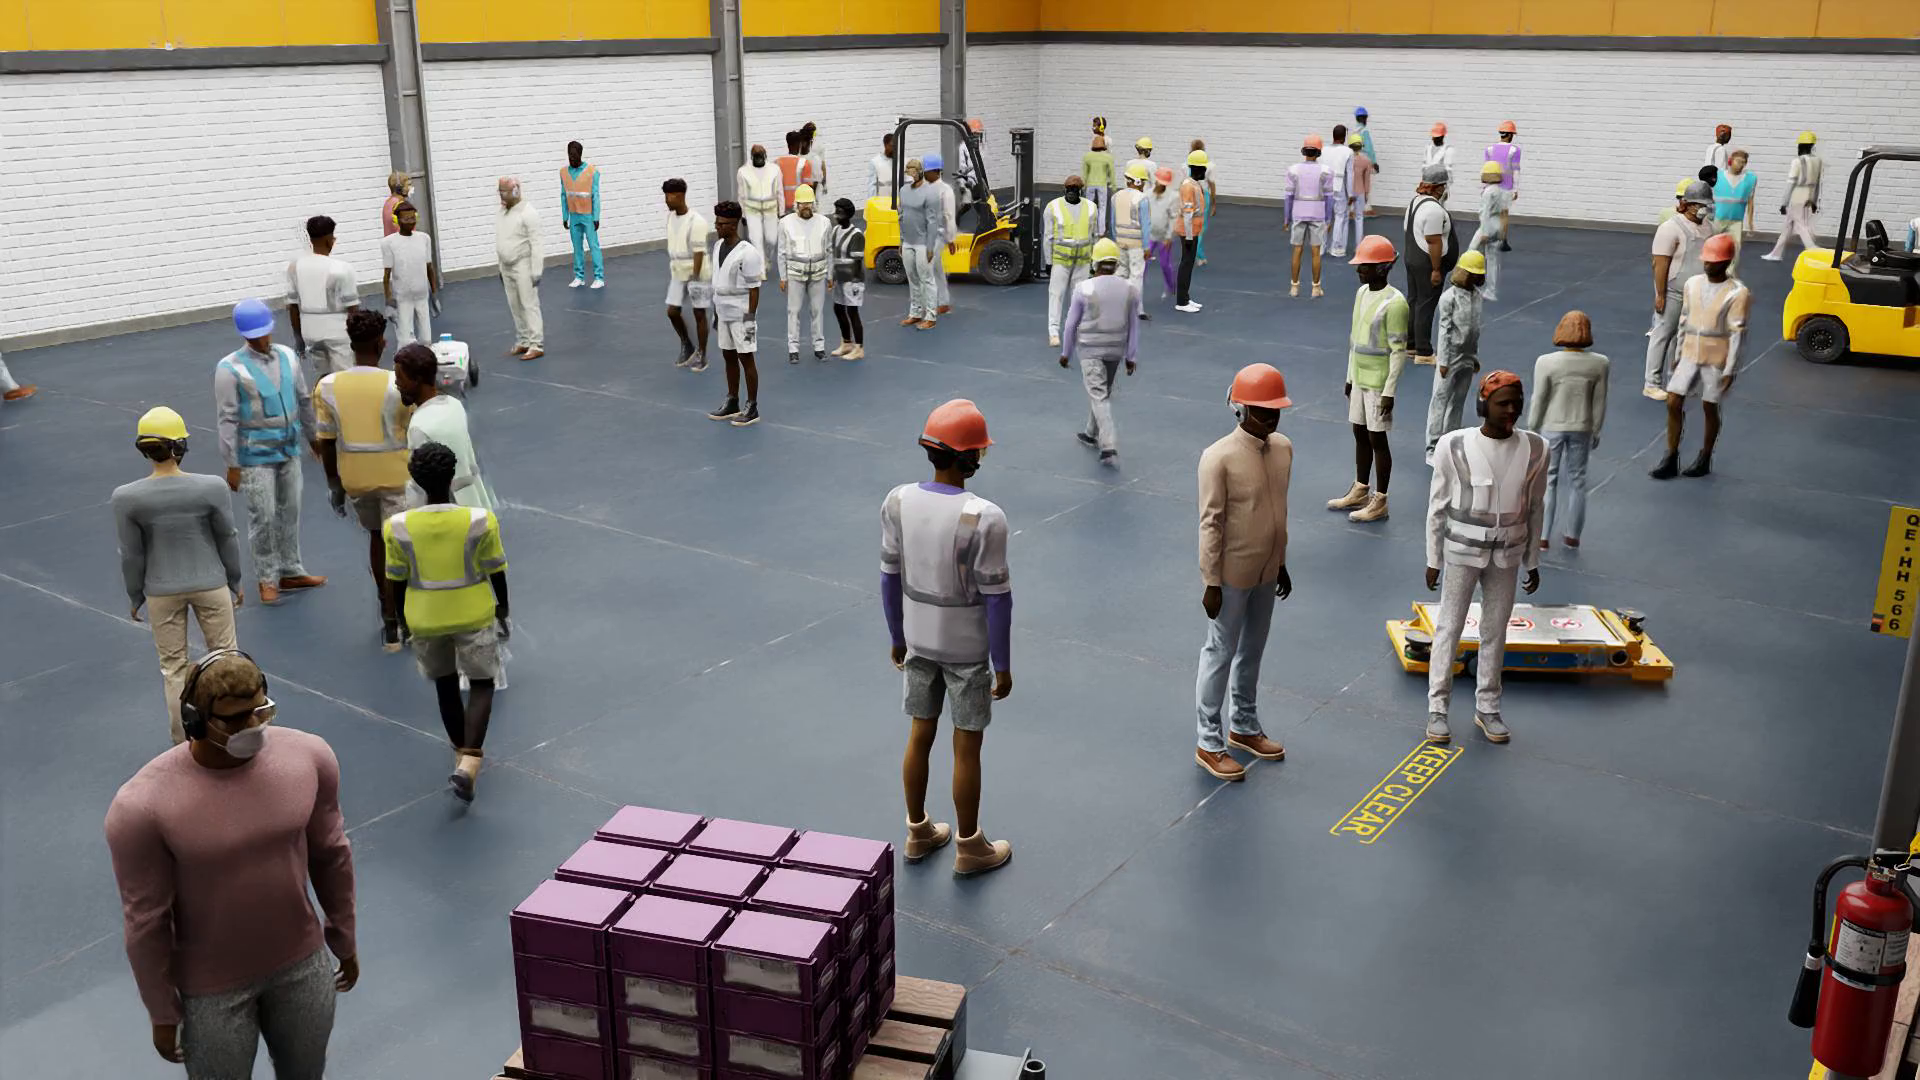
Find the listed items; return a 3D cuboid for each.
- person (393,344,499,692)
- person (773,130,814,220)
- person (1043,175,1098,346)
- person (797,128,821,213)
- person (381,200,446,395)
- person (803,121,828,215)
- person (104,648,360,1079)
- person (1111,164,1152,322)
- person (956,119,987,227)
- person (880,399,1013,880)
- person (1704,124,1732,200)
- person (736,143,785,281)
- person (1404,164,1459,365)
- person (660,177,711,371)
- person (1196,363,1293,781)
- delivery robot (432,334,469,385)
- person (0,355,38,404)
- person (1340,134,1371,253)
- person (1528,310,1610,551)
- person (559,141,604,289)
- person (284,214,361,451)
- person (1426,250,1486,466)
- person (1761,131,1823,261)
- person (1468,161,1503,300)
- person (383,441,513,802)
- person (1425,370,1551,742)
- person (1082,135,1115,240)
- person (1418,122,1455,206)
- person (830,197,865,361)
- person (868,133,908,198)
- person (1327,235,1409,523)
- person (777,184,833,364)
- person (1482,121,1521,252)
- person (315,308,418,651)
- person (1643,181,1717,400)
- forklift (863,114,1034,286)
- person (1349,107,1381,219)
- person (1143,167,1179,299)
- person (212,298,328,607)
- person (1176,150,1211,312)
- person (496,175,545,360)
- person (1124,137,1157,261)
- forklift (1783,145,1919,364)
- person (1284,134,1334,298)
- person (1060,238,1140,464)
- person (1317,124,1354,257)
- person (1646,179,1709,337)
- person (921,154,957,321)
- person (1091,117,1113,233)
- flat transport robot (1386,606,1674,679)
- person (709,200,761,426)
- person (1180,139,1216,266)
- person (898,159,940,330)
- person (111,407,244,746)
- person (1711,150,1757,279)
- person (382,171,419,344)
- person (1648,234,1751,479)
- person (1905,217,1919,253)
[{"bbox_3d":[-2.766,-0.091,8.776,0.598,1.897,0.609,-2,18,-6],"label":"person"},{"bbox_3d":[-2.266,-4.591,22.736,0.610,1.964,0.366,7,19,21],"label":"person"},{"bbox_3d":[1.211,-3.033,18.071,0.624,1.841,0.430,-4,18,-14],"label":"person"},{"bbox_3d":[-2.210,-4.870,23.653,0.535,1.942,0.635,-13,22,-34],"label":"person"},{"bbox_3d":[-5.126,-2.244,15.576,0.321,1.860,0.525,17,24,42],"label":"person"},{"bbox_3d":[-2.323,-5.566,25.945,0.521,1.871,0.335,3,18,9],"label":"person"},{"bbox_3d":[-1.989,1.203,4.682,0.372,1.932,0.631,16,24,41],"label":"person"},{"bbox_3d":[2.030,-3.471,19.468,0.403,1.823,0.586,-13,22,-35],"label":"person"},{"bbox_3d":[0.175,-5.676,26.240,0.552,1.908,0.867,-13,22,-35],"label":"person"},{"bbox_3d":[-0.030,0.415,6.956,0.615,2.041,0.392,12,21,33],"label":"person"},{"bbox_3d":[11.392,-5.314,25.131,0.355,1.886,0.572,1,18,3],"label":"person"},{"bbox_3d":[-2.690,-4.440,22.491,0.635,1.823,0.594,-4,18,-11],"label":"person"},{"bbox_3d":[4.864,-2.851,17.175,0.537,2.000,0.678,-2,18,-7],"label":"person"},{"bbox_3d":[-2.755,-2.660,16.746,0.578,1.939,0.538,10,20,27],"label":"person"},{"bbox_3d":[1.360,0.141,7.890,0.612,1.995,0.382,-16,24,-41],"label":"person"},{"bbox_3d":[-4.897,-1.727,15.908,0.477,0.478,0.707,-4,18,-12],"label":"delivery robot"},{"bbox_3d":[-9.017,-2.140,15.172,0.690,1.901,0.842,13,22,34],"label":"person"},{"bbox_3d":[5.849,-5.156,24.833,0.532,1.766,0.329,-3,18,-8],"label":"person"},{"bbox_3d":[4.074,-0.730,11.199,0.507,1.631,0.268,0,18,1],"label":"person"},{"bbox_3d":[-4.946,-4.261,21.809,0.584,1.908,0.387,6,19,19],"label":"person"},{"bbox_3d":[-5.186,-1.695,13.698,0.603,1.953,0.410,5,18,14],"label":"person"},{"bbox_3d":[3.980,-1.435,13.238,0.483,1.737,0.312,-13,22,-35],"label":"person"},{"bbox_3d":[12.053,-4.891,23.819,0.598,1.886,0.964,-11,21,-30],"label":"person"},{"bbox_3d":[6.543,-3.893,20.934,0.619,1.723,0.499,13,22,36],"label":"person"},{"bbox_3d":[-2.353,0.378,7.664,0.552,1.682,0.657,-3,18,-8],"label":"person"},{"bbox_3d":[2.586,0.091,8.225,0.579,1.884,0.352,0,18,-1],"label":"person"},{"bbox_3d":[2.198,-5.598,26.440,0.520,1.620,0.304,6,19,18],"label":"person"},{"bbox_3d":[7.236,-5.403,25.365,0.460,1.907,0.597,-11,21,-31],"label":"person"},{"bbox_3d":[-1.170,-2.718,17.324,0.320,1.683,0.542,-12,21,-32],"label":"person"},{"bbox_3d":[-1.010,-4.702,23.191,0.646,1.904,0.421,-11,21,-31],"label":"person"},{"bbox_3d":[2.896,-1.135,11.804,0.393,2.041,0.614,-5,18,-14],"label":"person"},{"bbox_3d":[-1.585,-2.744,17.177,0.586,1.833,0.403,-6,19,-17],"label":"person"},{"bbox_3d":[8.179,-5.341,25.140,0.551,1.929,0.374,12,21,33],"label":"person"},{"bbox_3d":[-3.295,-0.374,9.592,0.627,1.940,0.766,2,18,7],"label":"person"},{"bbox_3d":[6.796,-2.329,15.541,0.688,2.000,0.536,-9,20,-27],"label":"person"},{"bbox_3d":[-0.171,-4.594,22.377,2.313,2.155,1.214,1,18,3],"label":"forklift"},{"bbox_3d":[7.068,-6.545,28.956,0.645,1.902,0.682,1,18,4],"label":"person"},{"bbox_3d":[2.473,-3.816,20.773,0.568,1.691,0.822,8,19,23],"label":"person"},{"bbox_3d":[-4.175,-0.543,10.156,0.443,1.923,0.728,8,19,22],"label":"person"},{"bbox_3d":[2.820,-3.736,20.127,0.382,1.924,0.594,4,18,14],"label":"person"},{"bbox_3d":[-4.620,-2.838,17.358,0.652,1.904,0.401,14,22,37],"label":"person"},{"bbox_3d":[2.643,-4.954,24.204,0.533,1.762,0.328,12,21,33],"label":"person"},{"bbox_3d":[9.803,-2.879,17.013,2.313,2.155,1.214,12,21,33],"label":"forklift"},{"bbox_3d":[4.403,-4.086,21.031,0.605,2.045,0.387,6,19,17],"label":"person"},{"bbox_3d":[1.148,-1.542,13.488,0.584,1.793,0.923,-8,19,-24],"label":"person"},{"bbox_3d":[5.537,-5.171,24.636,0.597,1.917,0.376,13,22,36],"label":"person"},{"bbox_3d":[7.947,-3.106,18.418,0.534,1.765,0.325,12,21,32],"label":"person"},{"bbox_3d":[-0.396,-3.557,19.589,0.801,1.908,0.610,-10,20,-29],"label":"person"},{"bbox_3d":[2.285,-5.954,27.167,0.333,1.866,0.515,-13,22,-35],"label":"person"},{"bbox_3d":[3.188,0.555,9.380,1.431,0.197,0.652,1,18,4],"label":"flat transport robot"},{"bbox_3d":[-1.984,-1.992,14.606,0.368,1.967,0.600,-15,23,-40],"label":"person"},{"bbox_3d":[3.328,-4.733,23.468,0.542,1.799,0.835,9,20,26],"label":"person"},{"bbox_3d":[-0.479,-3.371,18.987,0.373,1.932,0.627,-14,23,-38],"label":"person"},{"bbox_3d":[-3.712,0.234,7.977,0.523,1.763,0.329,-7,19,-22],"label":"person"},{"bbox_3d":[9.889,-4.094,21.439,0.693,1.806,0.653,5,18,14],"label":"person"},{"bbox_3d":[-5.832,-2.888,17.455,0.378,1.940,0.629,-9,20,-25],"label":"person"},{"bbox_3d":[5.677,-1.381,12.781,0.759,1.909,0.584,-12,22,-34],"label":"person"},{"bbox_3d":[10.550,-2.952,18.140,0.308,1.640,0.511,-14,23,-38],"label":"person"}]
